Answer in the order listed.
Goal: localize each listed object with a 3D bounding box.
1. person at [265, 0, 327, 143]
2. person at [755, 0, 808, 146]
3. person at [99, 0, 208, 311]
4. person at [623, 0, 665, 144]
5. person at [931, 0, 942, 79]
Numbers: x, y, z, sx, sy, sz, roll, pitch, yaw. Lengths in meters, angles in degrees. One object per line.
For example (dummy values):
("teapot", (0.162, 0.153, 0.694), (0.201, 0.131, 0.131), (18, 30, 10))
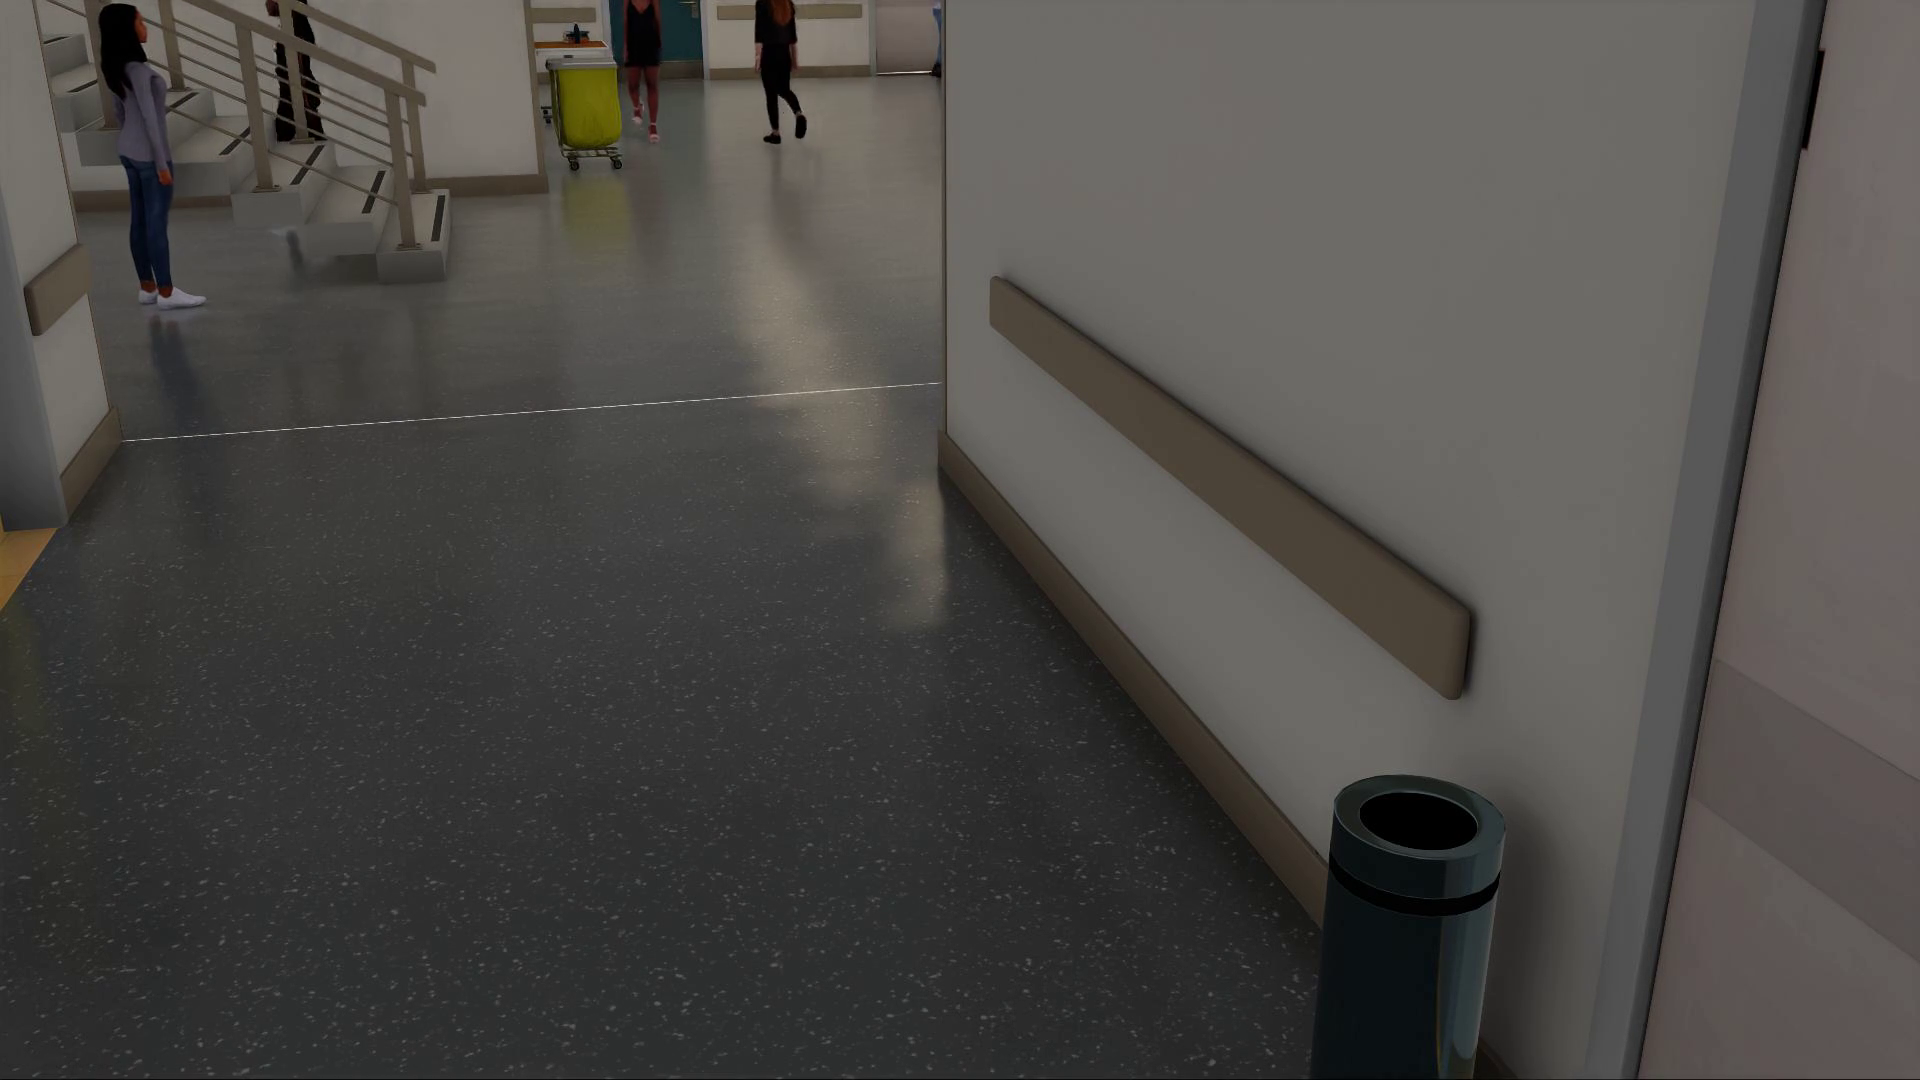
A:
("person", (-4.936, -3.327, 12.664), (0.909, 1.705, 0.654), (-7, 22, -17))
("person", (-1.782, -4.789, 16.533), (0.873, 1.699, 0.857), (-16, 26, -36))
("person", (-4.790, -2.239, 9.750), (0.685, 1.735, 0.690), (19, 28, 41))
("person", (-3.206, -4.914, 16.758), (0.728, 1.773, 0.618), (-5, 21, -13))
("person", (-0.217, -7.379, 23.366), (0.614, 1.703, 0.651), (-6, 22, -16))
